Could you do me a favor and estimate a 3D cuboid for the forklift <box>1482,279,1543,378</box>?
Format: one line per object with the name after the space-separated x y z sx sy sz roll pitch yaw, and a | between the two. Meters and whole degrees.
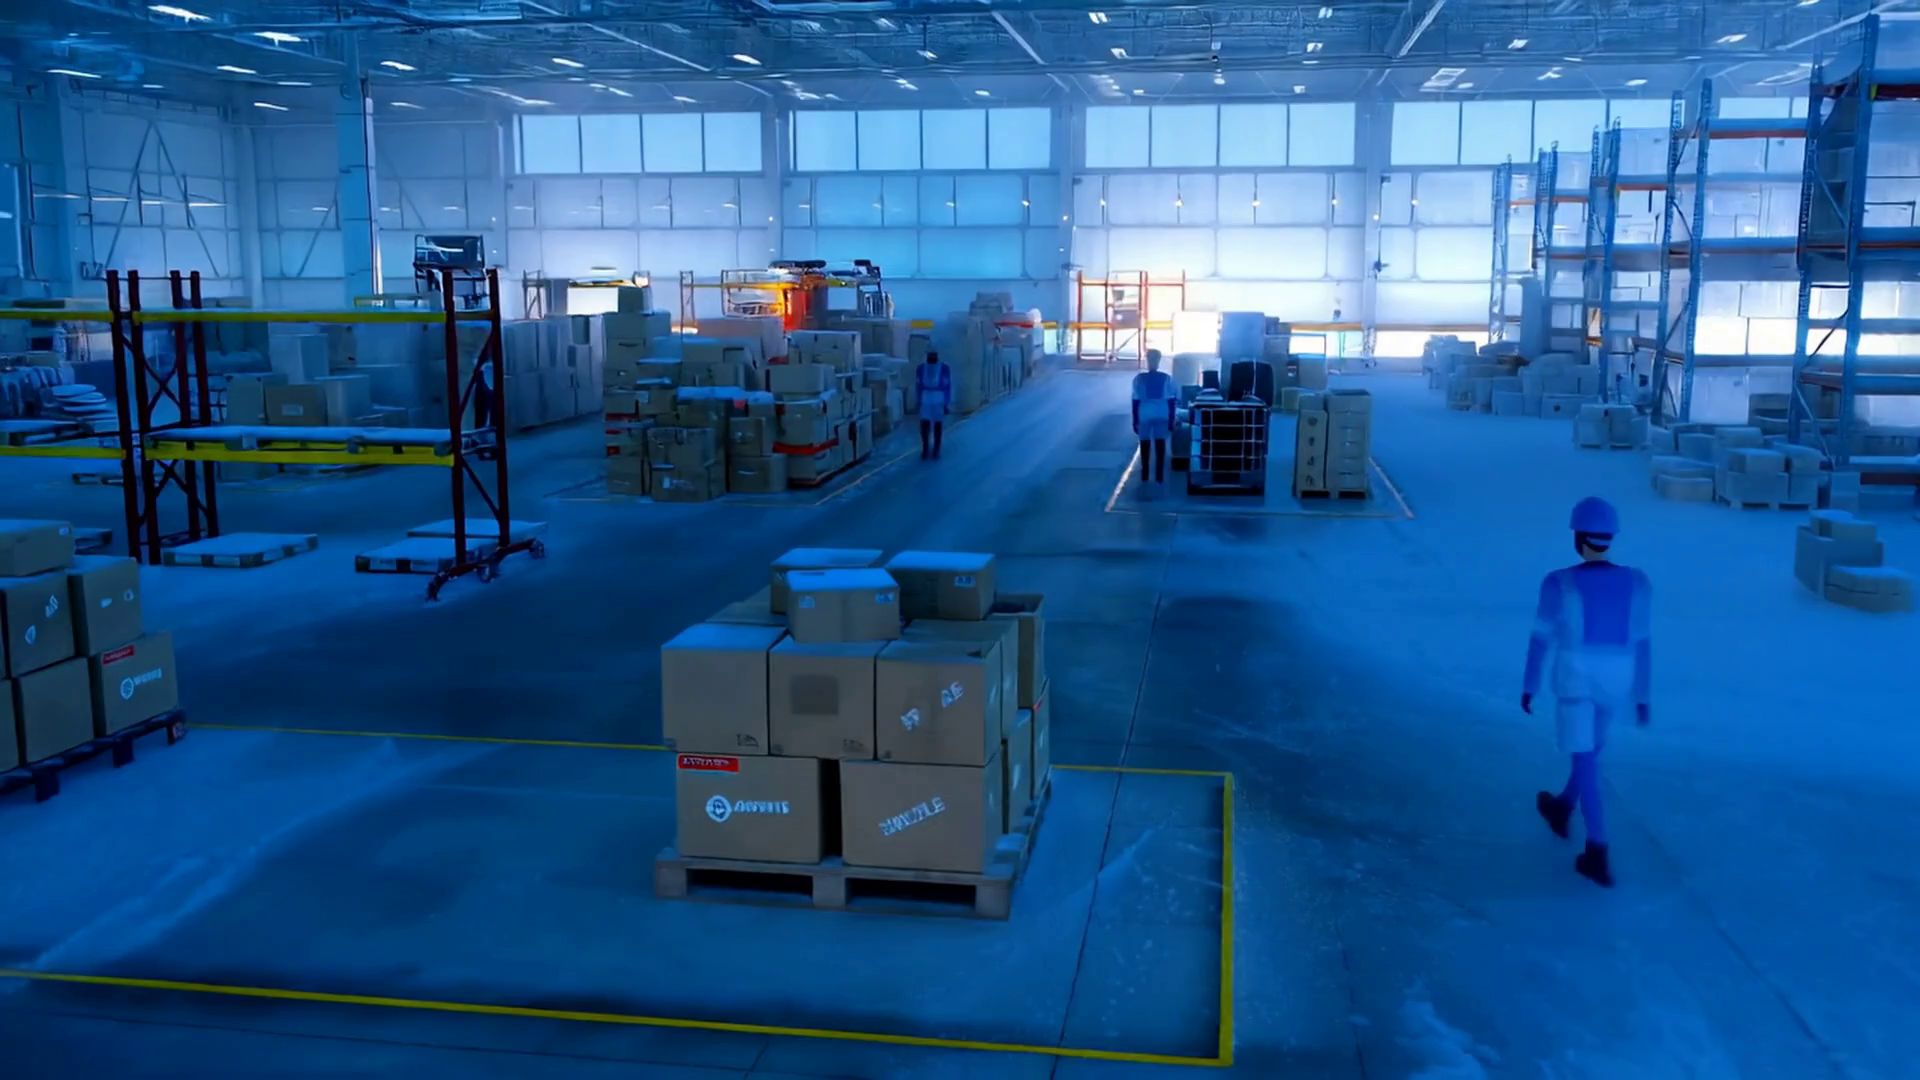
12.857 -4.493 37.624 1.873 2.768 1.129 1 9 9 | forklift

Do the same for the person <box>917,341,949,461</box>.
-0.444 -2.197 26.427 0.546 1.911 0.654 2 9 13 | person

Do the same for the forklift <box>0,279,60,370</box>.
-22.574 -4.797 39.502 1.873 2.768 1.129 1 9 9 | forklift

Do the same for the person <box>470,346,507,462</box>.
-7.494 -2.147 26.360 0.506 1.839 0.350 3 10 17 | person

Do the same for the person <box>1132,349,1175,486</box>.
2.749 -1.735 23.568 0.609 1.933 0.940 0 9 0 | person

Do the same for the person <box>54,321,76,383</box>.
-21.880 -4.410 40.364 1.006 1.837 0.656 -6 11 -31 | person

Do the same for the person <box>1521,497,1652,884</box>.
3.171 0.719 8.522 0.571 1.884 0.972 -1 9 -5 | person

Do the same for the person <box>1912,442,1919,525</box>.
11.503 -0.987 19.644 0.317 1.695 0.540 2 9 13 | person

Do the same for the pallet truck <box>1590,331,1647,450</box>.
11.253 -2.573 28.499 0.823 1.965 1.885 5 10 27 | pallet truck

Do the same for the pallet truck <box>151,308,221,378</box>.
-21.869 -5.598 47.154 0.823 1.965 1.885 4 10 26 | pallet truck

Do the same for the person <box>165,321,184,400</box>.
-18.014 -4.122 38.249 0.426 1.928 0.672 -7 12 -38 | person

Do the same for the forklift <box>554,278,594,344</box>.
-10.783 -5.716 45.168 1.873 2.768 1.129 -3 10 -17 | forklift
